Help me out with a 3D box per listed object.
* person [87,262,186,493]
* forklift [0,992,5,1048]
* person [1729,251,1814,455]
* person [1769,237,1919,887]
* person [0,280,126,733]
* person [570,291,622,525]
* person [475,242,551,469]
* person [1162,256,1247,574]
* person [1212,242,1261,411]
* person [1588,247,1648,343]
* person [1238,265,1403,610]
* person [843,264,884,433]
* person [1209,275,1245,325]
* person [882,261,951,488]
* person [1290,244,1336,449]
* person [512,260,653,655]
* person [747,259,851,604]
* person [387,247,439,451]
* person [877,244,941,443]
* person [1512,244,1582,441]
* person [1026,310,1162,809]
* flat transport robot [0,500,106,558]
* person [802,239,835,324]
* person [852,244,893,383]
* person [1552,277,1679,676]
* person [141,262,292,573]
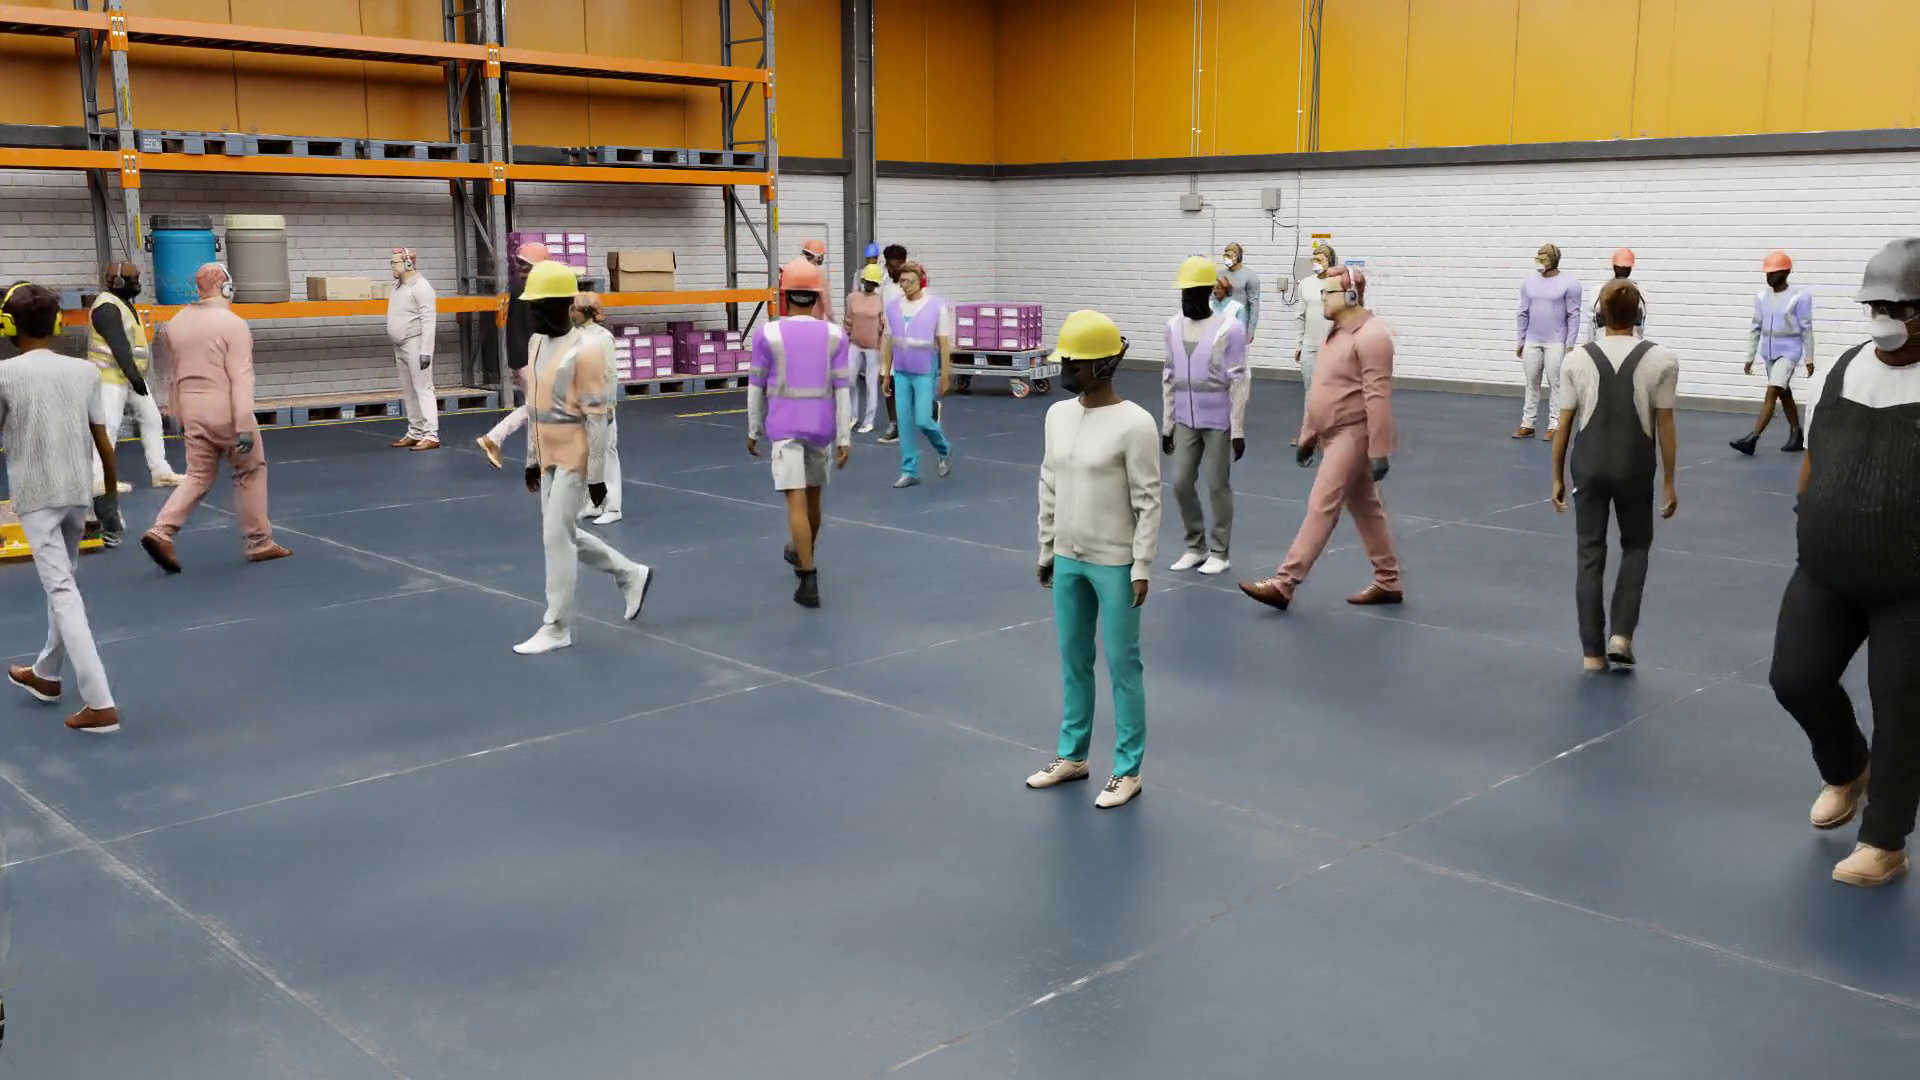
[{"bbox_3d":[-6.519,-1.274,13.131,0.804,1.811,0.654,-2,11,-8],"label":"person"},{"bbox_3d":[-3.245,0.323,3.363,2.313,2.155,1.214,2,11,13],"label":"forklift"},{"bbox_3d":[7.566,-1.723,15.398,1.044,1.868,0.557,-5,11,-24],"label":"person"},{"bbox_3d":[2.889,0.063,5.200,0.550,2.000,0.684,-7,13,-34],"label":"person"},{"bbox_3d":[-3.828,-0.140,6.884,0.960,1.833,0.508,5,12,28],"label":"person"},{"bbox_3d":[-2.577,-0.926,11.697,0.314,1.636,0.517,-9,14,-42],"label":"person"},{"bbox_3d":[-3.657,-1.492,13.874,0.645,1.968,0.650,-5,12,-26],"label":"person"},{"bbox_3d":[1.433,-0.719,9.892,0.595,1.894,0.529,10,14,42],"label":"person"},{"bbox_3d":[3.140,-2.428,19.063,0.366,1.938,0.630,-9,14,-42],"label":"person"},{"bbox_3d":[6.811,-2.082,17.286,0.553,1.908,0.929,3,11,14],"label":"person"},{"bbox_3d":[1.996,-0.540,8.994,0.994,1.851,0.665,-1,10,-6],"label":"person"},{"bbox_3d":[-0.961,-1.940,16.953,0.568,1.729,0.458,4,11,19],"label":"person"},{"bbox_3d":[2.673,-1.873,16.888,0.526,1.624,0.443,8,13,39],"label":"person"},{"bbox_3d":[-0.332,-1.336,13.425,0.562,1.822,0.536,6,12,30],"label":"person"},{"bbox_3d":[3.450,-1.829,15.796,0.366,1.938,0.630,-9,14,-42],"label":"person"},{"bbox_3d":[-1.875,-0.415,8.177,0.750,1.907,0.600,-8,13,-38],"label":"person"},{"bbox_3d":[-0.909,-0.629,9.394,0.553,1.881,1.029,-4,11,-21],"label":"person"},{"bbox_3d":[-5.197,-1.798,15.717,0.400,1.907,0.644,-9,14,-42],"label":"person"},{"bbox_3d":[-0.518,-1.927,16.314,0.618,1.942,0.713,8,13,38],"label":"person"},{"bbox_3d":[5.794,-1.945,16.436,0.366,1.935,0.630,-9,14,-42],"label":"person"},{"bbox_3d":[0.470,0.072,5.912,0.330,1.764,0.528,-9,14,-42],"label":"person"},{"bbox_3d":[-6.170,-0.100,10.916,0.652,0.197,1.431,-10,15,-44],"label":"flat transport robot"},{"bbox_3d":[-1.680,-2.659,20.215,0.829,1.965,0.649,-7,13,-34],"label":"person"},{"bbox_3d":[-1.239,-3.105,22.865,0.635,1.889,1.003,4,11,23],"label":"person"},{"bbox_3d":[3.013,-0.283,7.661,0.556,1.828,0.445,5,11,25],"label":"person"},{"bbox_3d":[-4.558,-0.742,10.073,0.646,1.868,0.877,4,11,22],"label":"person"}]
